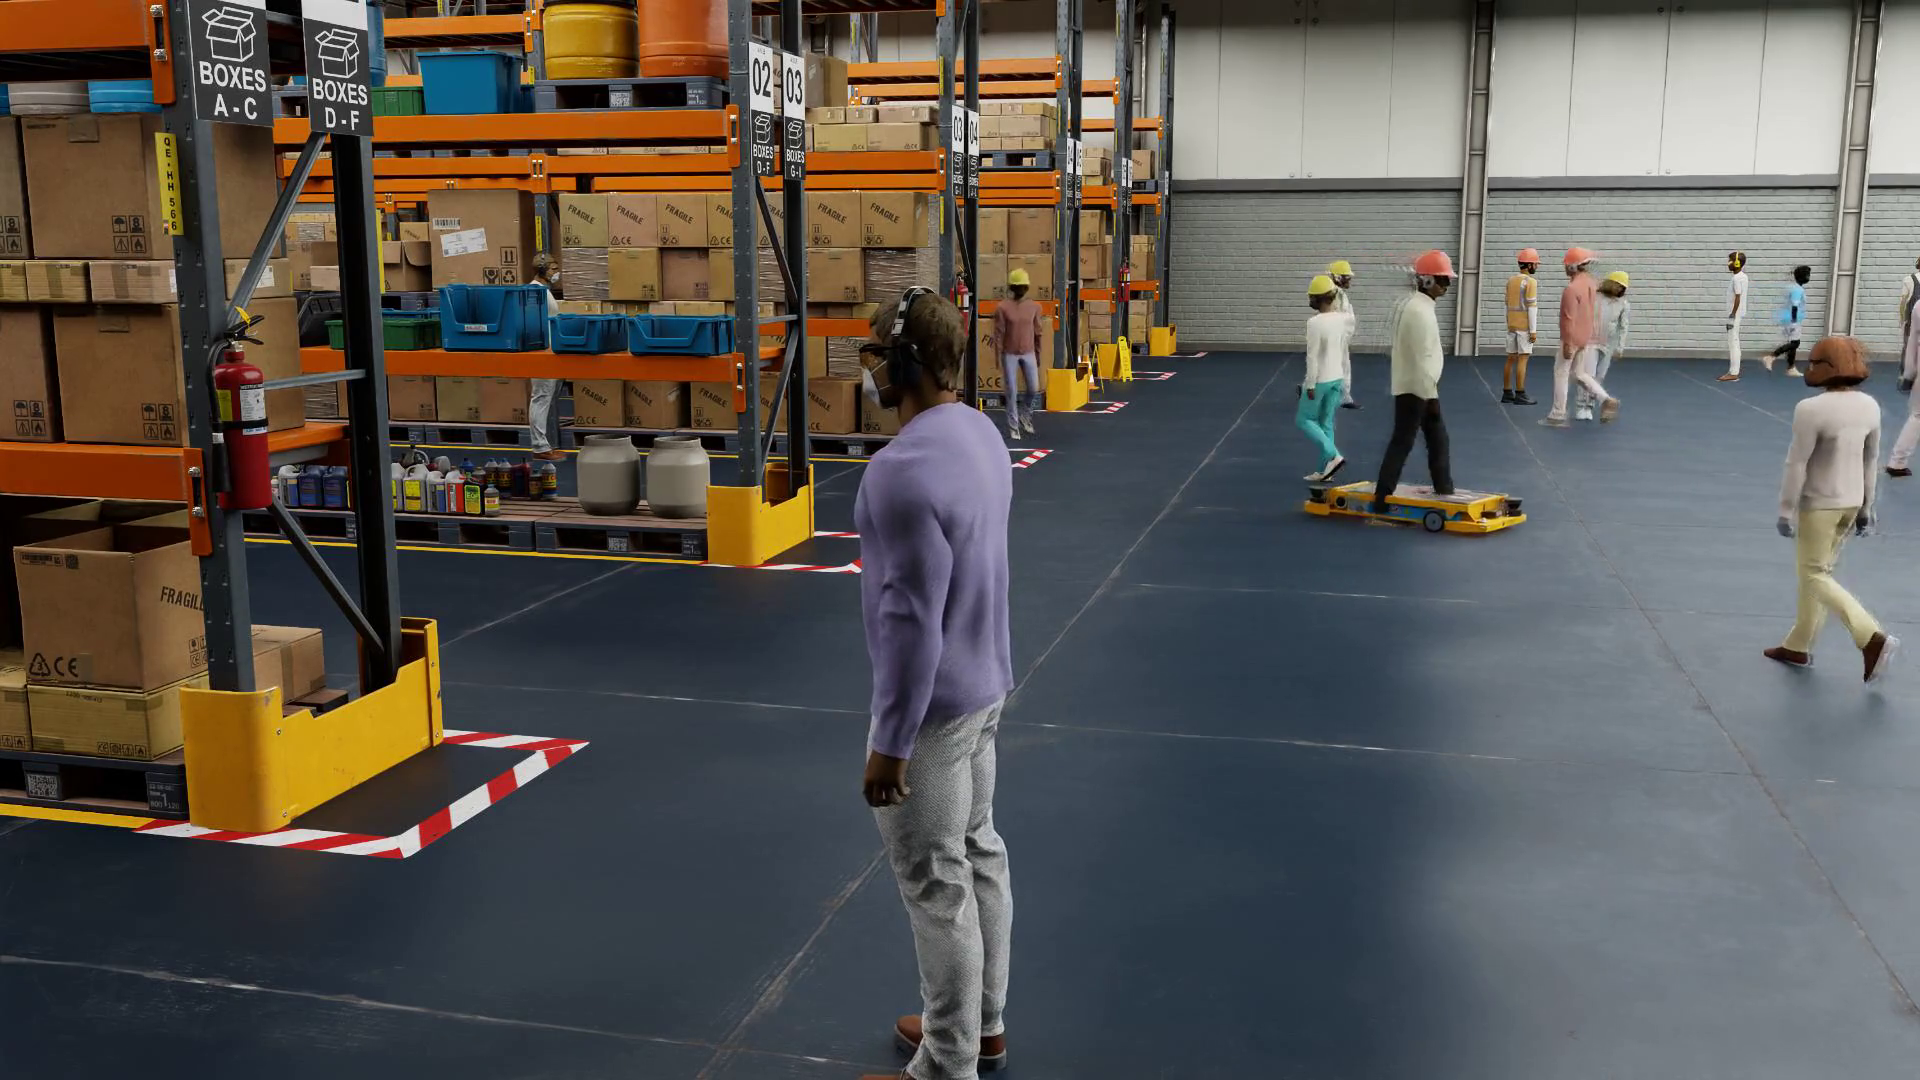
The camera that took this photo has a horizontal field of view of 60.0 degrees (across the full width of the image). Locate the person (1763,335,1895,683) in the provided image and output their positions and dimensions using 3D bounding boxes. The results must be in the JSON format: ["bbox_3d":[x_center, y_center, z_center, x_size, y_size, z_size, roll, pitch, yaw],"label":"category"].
[{"bbox_3d":[4.089,-0.144,7.739,0.509,1.606,0.702,-4,11,-22],"label":"person"}]

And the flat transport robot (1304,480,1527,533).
[{"bbox_3d":[3.292,-0.258,12.073,1.431,0.197,0.652,9,14,41],"label":"flat transport robot"}]

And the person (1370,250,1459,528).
[{"bbox_3d":[3.365,-1.044,11.740,0.912,1.955,0.666,3,11,15],"label":"person"}]

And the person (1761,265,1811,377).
[{"bbox_3d":[12.384,-3.272,24.877,0.548,1.674,0.535,4,11,23],"label":"person"}]

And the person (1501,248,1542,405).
[{"bbox_3d":[7.027,-2.657,20.748,0.375,1.935,0.550,-3,11,-16],"label":"person"}]

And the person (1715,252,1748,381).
[{"bbox_3d":[11.250,-3.245,24.202,0.316,1.867,0.531,6,12,31],"label":"person"}]

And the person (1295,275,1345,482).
[{"bbox_3d":[3.061,-1.337,13.963,0.526,1.755,0.418,-10,14,-43],"label":"person"}]

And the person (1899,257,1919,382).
[{"bbox_3d":[13.821,-3.190,23.955,0.518,1.843,0.332,9,14,41],"label":"person"}]

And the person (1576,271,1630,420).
[{"bbox_3d":[7.255,-2.189,18.812,0.556,1.687,0.596,1,10,6],"label":"person"}]

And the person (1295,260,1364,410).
[{"bbox_3d":[4.458,-2.446,19.935,0.757,1.809,0.603,2,11,14],"label":"person"}]

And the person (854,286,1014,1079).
[{"bbox_3d":[-0.061,0.388,3.870,0.356,1.938,0.633,3,11,18],"label":"person"}]

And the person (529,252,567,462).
[{"bbox_3d":[-3.850,-1.681,15.361,0.358,1.933,0.630,-3,11,-16],"label":"person"}]

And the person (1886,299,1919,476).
[{"bbox_3d":[8.316,-1.414,14.040,0.414,1.883,0.712,-4,11,-21],"label":"person"}]

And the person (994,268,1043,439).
[{"bbox_3d":[0.605,-1.903,17.076,0.533,1.755,0.360,-2,10,-11],"label":"person"}]

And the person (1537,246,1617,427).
[{"bbox_3d":[6.730,-2.191,18.054,0.627,1.978,0.744,-9,14,-41],"label":"person"}]
